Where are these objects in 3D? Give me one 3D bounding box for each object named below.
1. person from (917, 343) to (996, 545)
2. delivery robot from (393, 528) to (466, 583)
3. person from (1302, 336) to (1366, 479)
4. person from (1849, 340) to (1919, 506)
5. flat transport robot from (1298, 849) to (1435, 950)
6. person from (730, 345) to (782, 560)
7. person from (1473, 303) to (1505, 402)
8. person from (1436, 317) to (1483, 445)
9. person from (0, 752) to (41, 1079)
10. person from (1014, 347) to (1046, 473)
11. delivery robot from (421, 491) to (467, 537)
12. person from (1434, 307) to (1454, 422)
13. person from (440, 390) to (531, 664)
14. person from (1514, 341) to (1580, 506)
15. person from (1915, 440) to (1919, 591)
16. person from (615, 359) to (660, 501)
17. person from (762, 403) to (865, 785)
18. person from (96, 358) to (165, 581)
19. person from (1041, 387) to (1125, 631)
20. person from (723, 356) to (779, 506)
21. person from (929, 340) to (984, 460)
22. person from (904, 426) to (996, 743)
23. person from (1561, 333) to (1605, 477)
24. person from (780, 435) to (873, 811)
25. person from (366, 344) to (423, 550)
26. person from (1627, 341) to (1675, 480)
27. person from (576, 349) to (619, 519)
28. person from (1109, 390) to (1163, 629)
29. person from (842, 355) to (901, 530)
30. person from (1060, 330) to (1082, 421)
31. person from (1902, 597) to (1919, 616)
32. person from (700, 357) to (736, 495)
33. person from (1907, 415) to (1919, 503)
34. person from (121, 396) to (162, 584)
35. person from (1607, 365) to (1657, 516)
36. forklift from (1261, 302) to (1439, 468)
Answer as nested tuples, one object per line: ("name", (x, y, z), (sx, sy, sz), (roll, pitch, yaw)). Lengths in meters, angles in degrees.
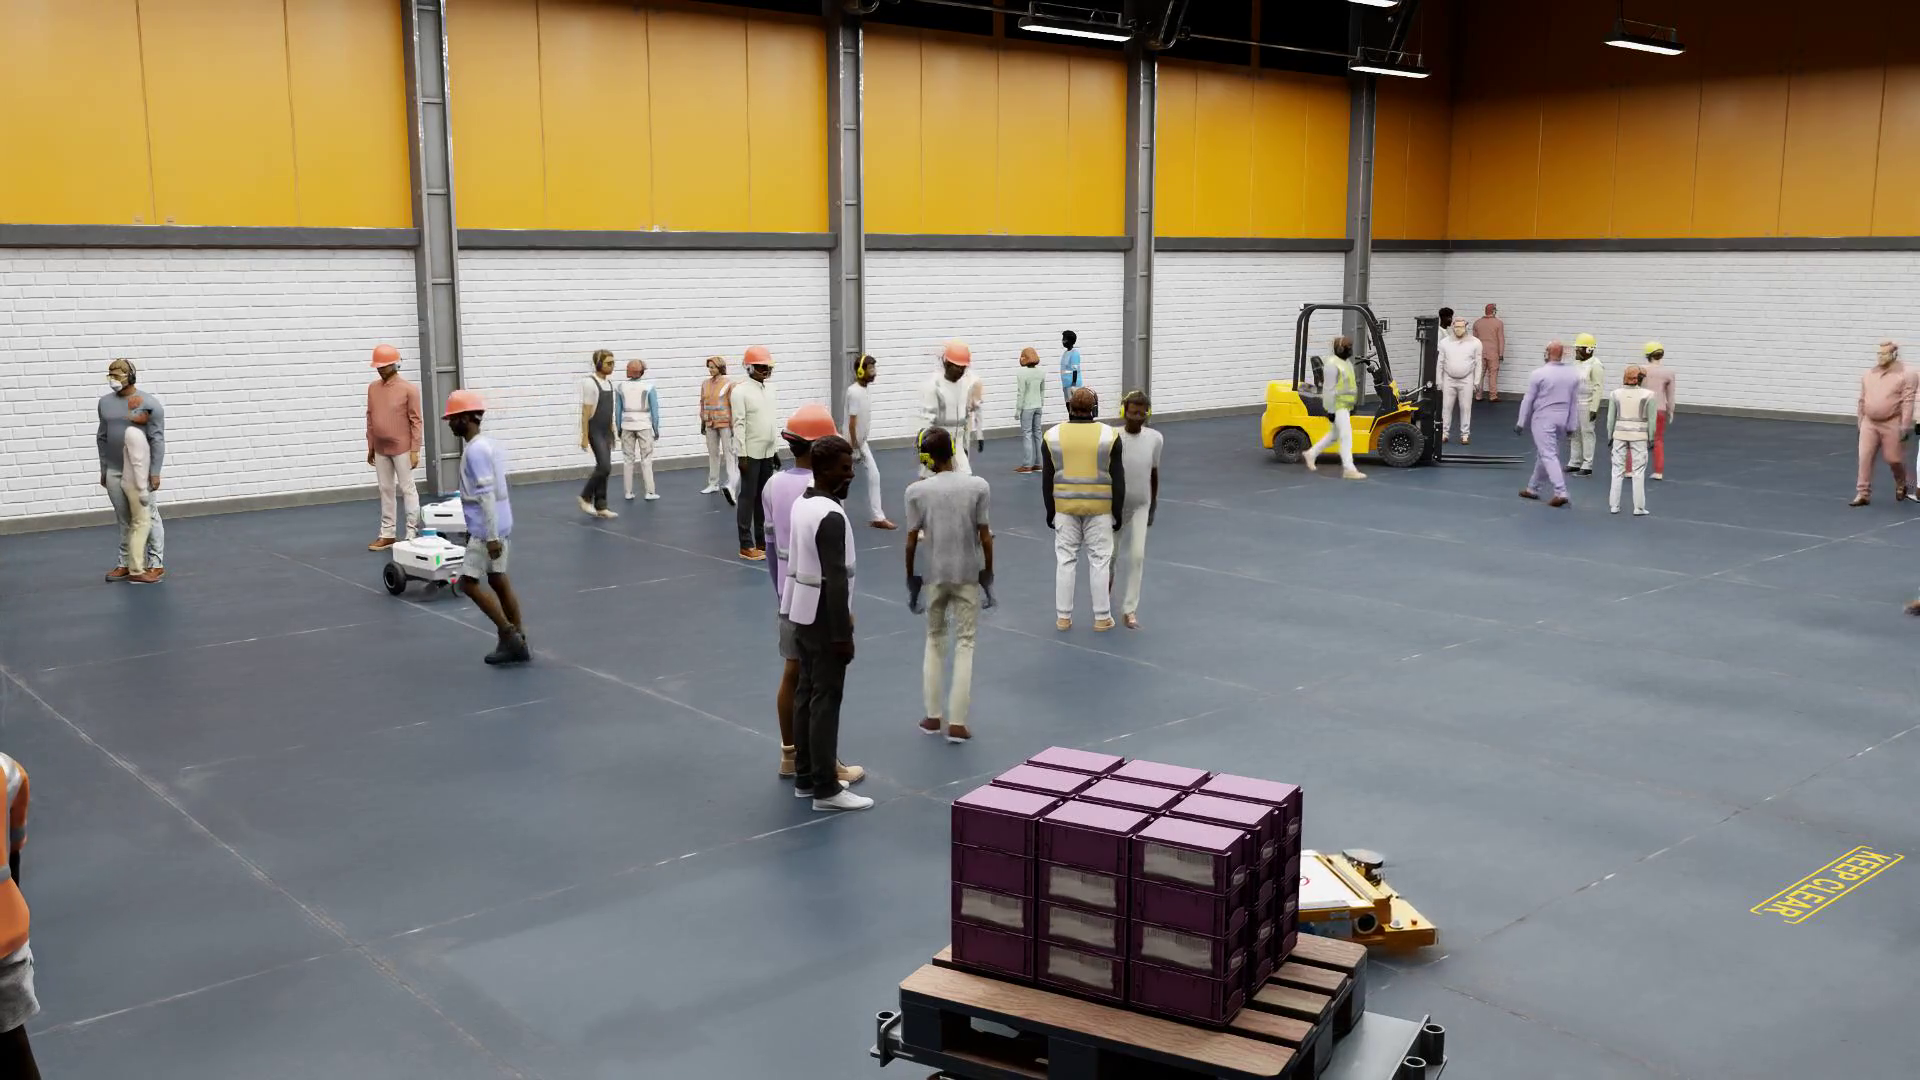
("person", (-0.108, -0.926, 16.209), (0.707, 1.966, 1.073), (-8, 13, -40))
("delivery robot", (-4.393, 0.143, 13.820), (0.707, 0.478, 0.477), (8, 13, 40))
("person", (4.803, -1.707, 21.255), (0.786, 1.826, 0.636), (5, 11, 28))
("person", (10.439, -1.316, 18.757), (0.745, 1.882, 0.655), (-7, 12, -36))
("flat transport robot", (1.161, 1.513, 6.899), (1.431, 0.197, 0.652), (-2, 10, -9))
("person", (-1.887, -0.820, 15.518), (0.375, 1.995, 0.611), (5, 11, 28))
("person", (10.211, -3.605, 32.086), (0.641, 1.909, 0.409), (9, 13, 43))
("person", (7.452, -2.374, 24.880), (0.652, 1.906, 0.403), (4, 11, 23))
("person", (-2.851, 1.173, 4.725), (0.318, 1.697, 0.535), (1, 10, 8))
("person", (0.910, -1.690, 21.665), (0.287, 1.635, 0.500), (9, 13, 44))
("delivery robot", (-4.802, -0.233, 16.019), (0.707, 0.478, 0.477), (0, 10, 1))
("person", (8.182, -2.977, 28.287), (0.390, 1.953, 0.612), (5, 11, 28))
("person", (-3.264, -0.081, 11.448), (0.572, 1.900, 0.569), (-1, 10, -5))
("person", (6.702, -1.333, 18.925), (0.636, 1.867, 0.984), (-4, 11, -23))
("person", (8.238, -0.464, 13.755), (0.584, 1.883, 0.345), (7, 12, 35))
("person", (-3.722, -1.268, 19.190), (0.523, 1.636, 0.310), (2, 10, 9))
("person", (-0.780, 0.297, 8.839), (0.608, 2.044, 0.371), (9, 14, 44))
("person", (-7.177, -0.601, 14.403), (0.630, 1.940, 0.372), (2, 10, 12))
("person", (0.929, -0.227, 12.501), (0.627, 1.844, 0.429), (2, 10, 12))
("person", (-2.305, -1.242, 18.757), (0.525, 1.732, 0.783), (9, 13, 43))
("person", (-0.048, -1.202, 17.974), (0.636, 1.924, 0.390), (1, 10, 7))
("person", (-0.064, 0.272, 9.662), (0.540, 1.861, 0.365), (1, 10, 8))
("person", (7.961, -1.723, 21.279), (0.404, 1.835, 0.589), (-2, 10, -10))
("person", (-0.705, 0.420, 8.498), (0.397, 1.915, 0.587), (-4, 10, -21))
("person", (-5.409, -0.873, 15.852), (0.611, 1.986, 0.392), (4, 10, 21))
("person", (8.696, -1.624, 20.916), (0.541, 1.753, 0.378), (0, 10, 0))
("person", (-3.830, -1.117, 17.728), (0.401, 1.831, 0.554), (3, 10, 17))
("person", (1.270, -0.274, 12.867), (0.542, 1.824, 0.846), (0, 10, -2))
("person", (-1.133, -1.001, 17.145), (0.967, 1.815, 0.555), (3, 10, 15))
("person", (1.697, -2.368, 25.481), (0.321, 1.691, 0.537), (-2, 10, -14))
("person", (7.715, -0.302, 12.760), (0.789, 1.903, 0.634), (-2, 10, -13))
("person", (-2.845, -1.345, 19.633), (0.523, 1.638, 0.311), (5, 11, 29))
("person", (11.096, -1.329, 18.821), (0.944, 1.878, 0.591), (-1, 10, -6))
("person", (-7.087, -0.440, 14.387), (0.328, 1.615, 0.503), (-4, 11, -23))
("person", (7.295, -1.081, 18.089), (0.513, 1.635, 0.313), (8, 12, 38))
("forklift", (5.320, -2.157, 22.763), (2.313, 2.155, 1.214), (3, 10, 16))
